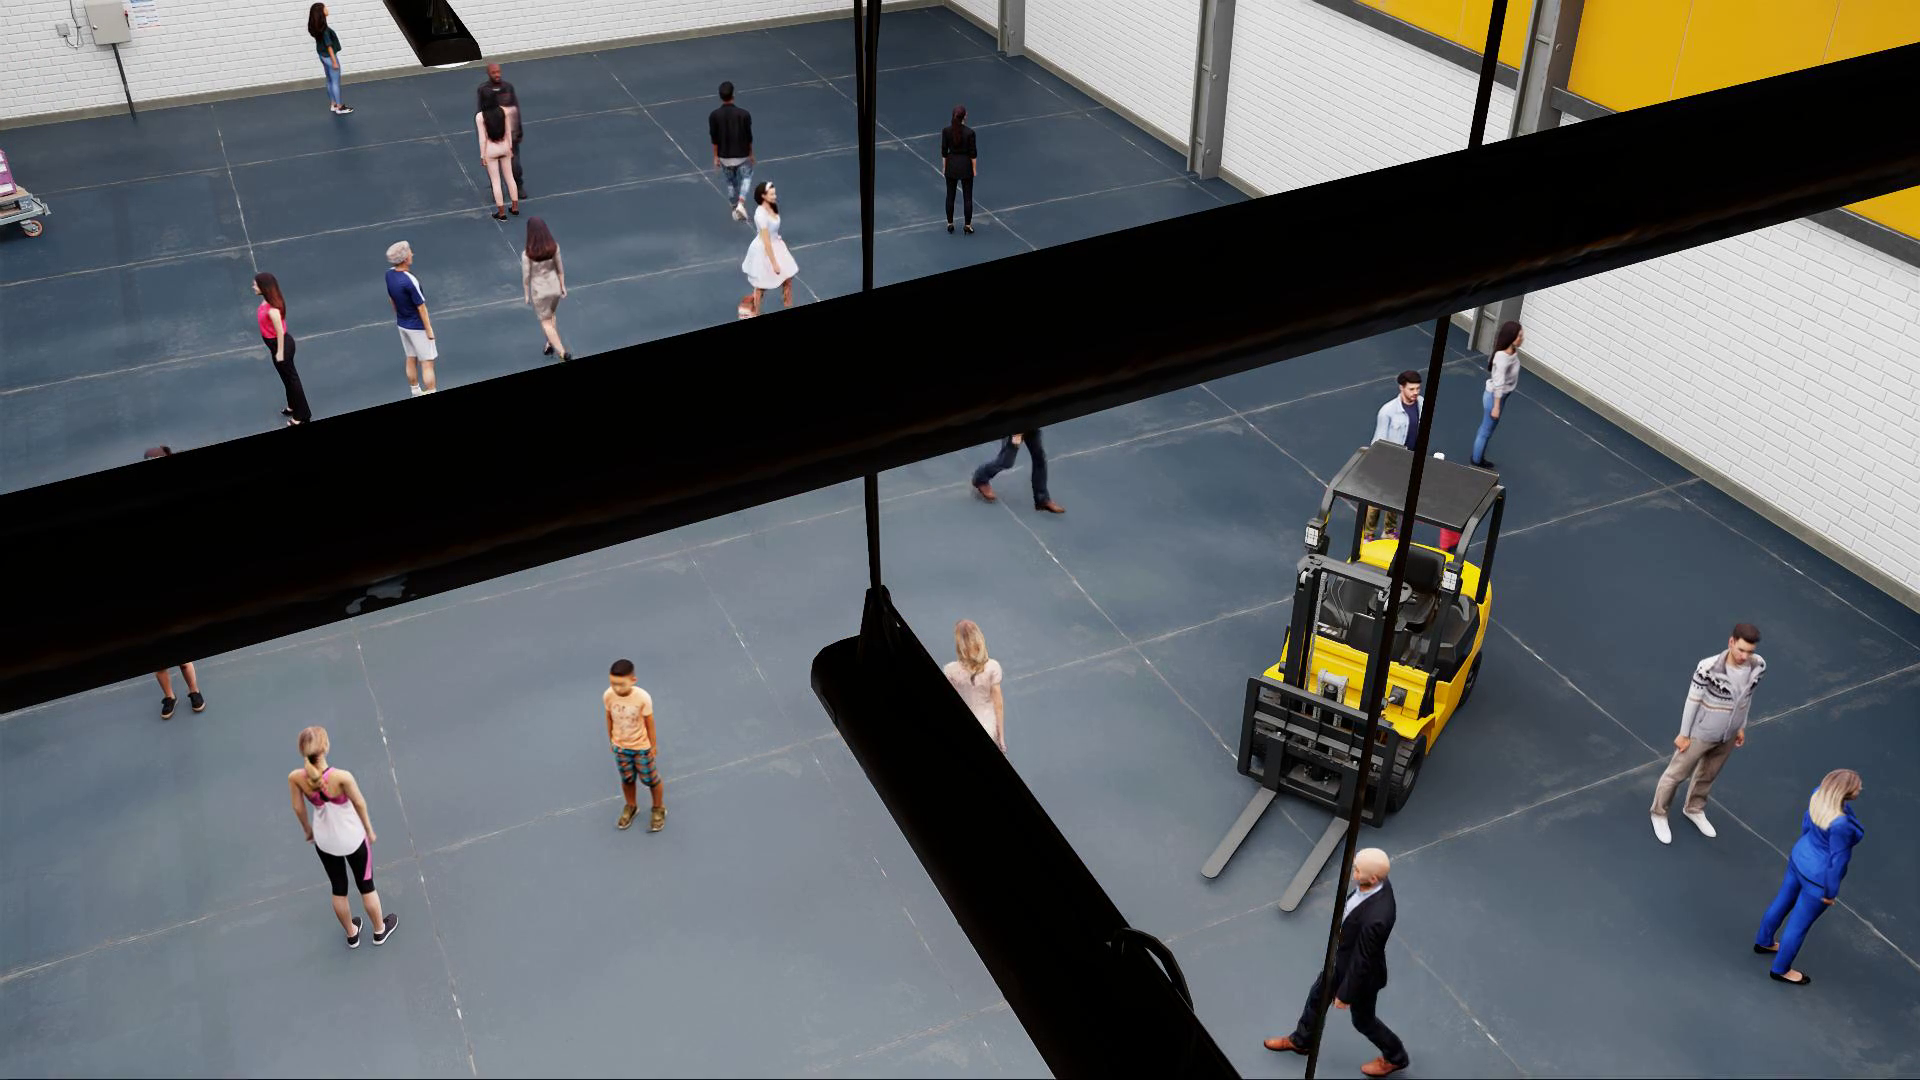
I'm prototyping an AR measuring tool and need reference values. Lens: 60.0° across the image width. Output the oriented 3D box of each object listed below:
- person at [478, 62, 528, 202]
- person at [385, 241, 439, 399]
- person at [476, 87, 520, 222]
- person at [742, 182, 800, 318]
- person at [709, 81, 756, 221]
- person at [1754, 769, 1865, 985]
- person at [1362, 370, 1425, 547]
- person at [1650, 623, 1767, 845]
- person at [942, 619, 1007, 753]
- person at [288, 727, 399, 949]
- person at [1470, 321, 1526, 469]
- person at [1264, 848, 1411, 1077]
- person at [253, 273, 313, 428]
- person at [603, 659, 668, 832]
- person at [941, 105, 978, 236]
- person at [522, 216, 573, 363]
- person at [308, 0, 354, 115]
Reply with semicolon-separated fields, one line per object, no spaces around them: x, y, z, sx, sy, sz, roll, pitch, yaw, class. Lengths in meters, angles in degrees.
-6.054;-5.417;21.949;0.690;1.817;0.571;-13;36;-19;person
-5.618;-2.209;17.103;0.672;1.839;0.784;21;39;28;person
-5.944;-4.967;21.359;0.653;1.721;0.690;29;43;36;person
-2.234;-3.134;18.541;1.010;1.789;0.982;7;34;10;person
-2.892;-4.908;21.193;0.893;1.806;0.976;1;34;2;person
5.471;2.134;10.694;0.759;1.700;0.635;1;34;1;person
3.906;-0.704;14.865;0.673;1.810;0.548;-14;36;-20;person
5.320;1.324;11.769;0.731;1.859;0.652;-6;34;-9;person
0.137;1.454;11.667;0.783;1.757;1.095;0;34;0;person
-4.056;1.963;10.875;0.675;1.786;0.653;0;34;-1;person
5.162;-1.370;16.029;0.719;1.631;0.675;13;36;19;person
2.456;2.574;9.967;1.071;1.773;1.166;1;34;1;person
-6.897;-1.948;16.874;0.642;1.659;0.446;-13;36;-19;person
-2.343;1.449;11.942;0.592;1.460;0.630;5;34;8;person
-0.015;-4.656;20.946;0.695;1.661;0.741;8;35;13;person
-4.400;-2.598;17.796;0.766;1.719;1.130;-24;40;-31;person
-9.420;-7.196;24.807;0.722;1.617;0.613;-25;41;-33;person
